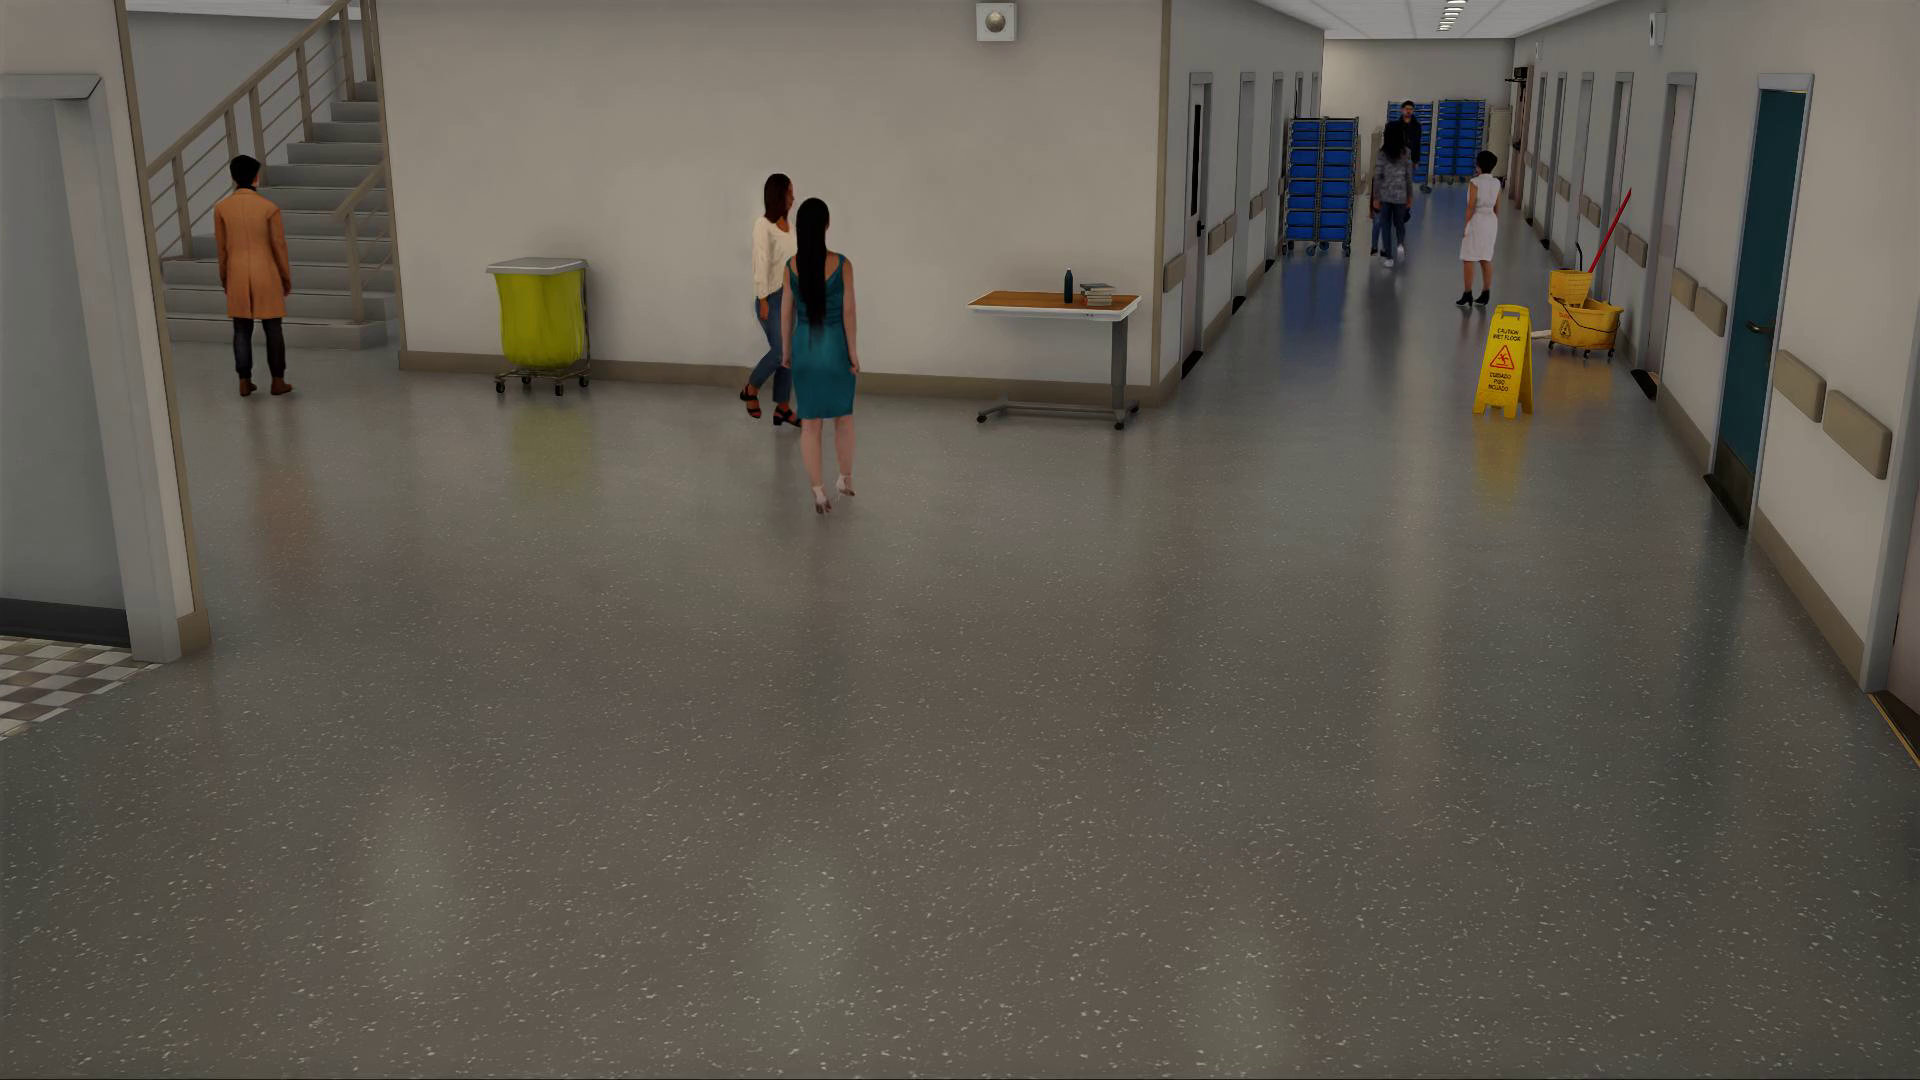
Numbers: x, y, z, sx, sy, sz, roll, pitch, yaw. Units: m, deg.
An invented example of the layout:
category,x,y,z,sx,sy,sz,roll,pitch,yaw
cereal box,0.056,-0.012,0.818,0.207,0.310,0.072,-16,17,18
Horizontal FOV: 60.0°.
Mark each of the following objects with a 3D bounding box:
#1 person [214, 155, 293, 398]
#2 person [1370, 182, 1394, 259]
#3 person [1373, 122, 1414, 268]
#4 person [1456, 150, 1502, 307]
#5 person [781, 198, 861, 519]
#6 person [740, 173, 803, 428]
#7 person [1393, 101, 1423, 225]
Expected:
category,x,y,z,sx,sy,sz,roll,pitch,yaw
person,-5.133,-1.914,12.073,0.736,1.720,0.749,-2,16,-8
person,5.402,-4.213,21.179,0.521,1.245,0.599,5,17,19
person,5.217,-4.141,20.058,0.700,1.716,0.770,2,16,8
person,5.295,-3.161,16.894,0.667,1.547,0.708,-7,17,-24
person,-0.744,-0.929,8.744,0.676,1.672,0.791,1,16,4
person,-1.280,-1.583,11.060,0.751,1.674,0.677,7,17,25
person,6.827,-5.793,25.712,0.806,1.827,1.238,2,16,7
